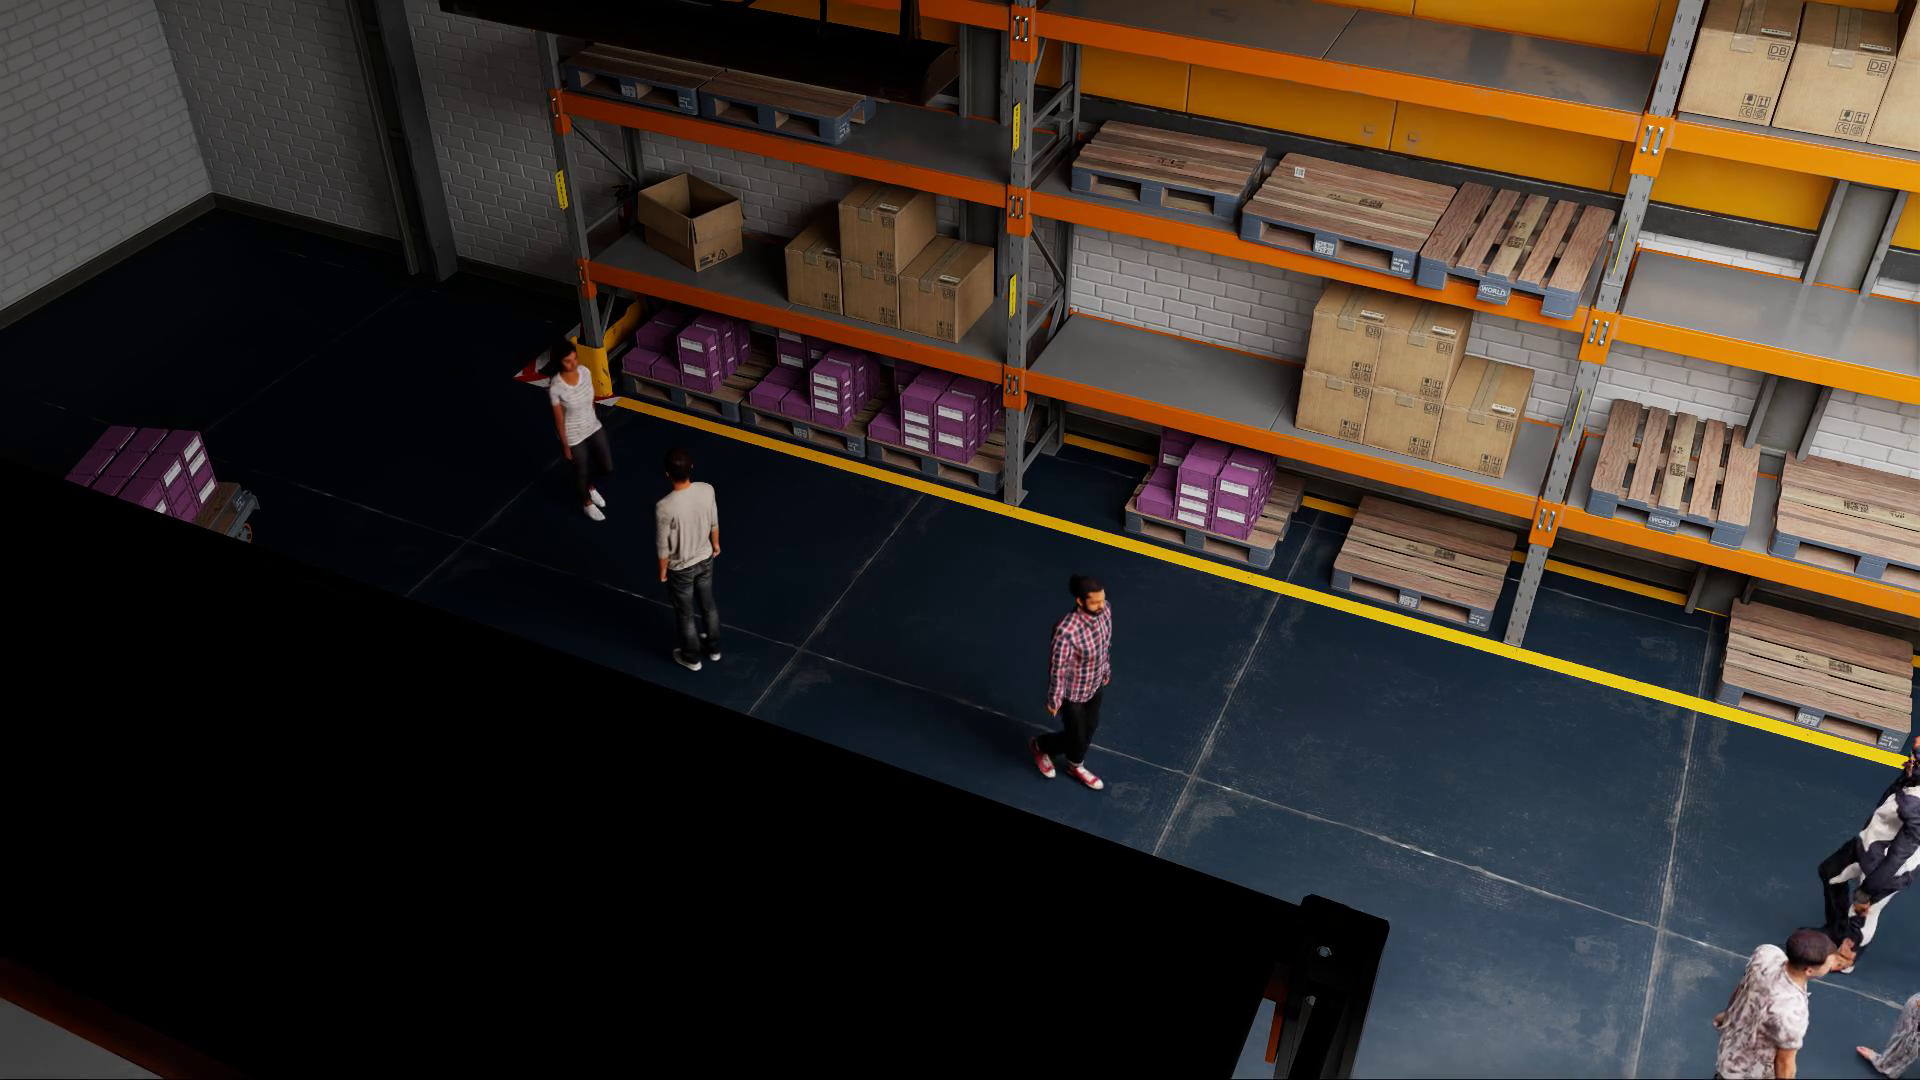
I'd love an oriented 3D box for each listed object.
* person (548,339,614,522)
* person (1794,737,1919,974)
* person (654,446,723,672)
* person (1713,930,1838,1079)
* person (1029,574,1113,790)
[{"bbox_3d":[-3.002,-0.860,12.891,0.700,1.635,0.656,30,47,32],"label":"person"},{"bbox_3d":[5.265,1.815,9.344,0.652,1.883,0.737,13,40,16],"label":"person"},{"bbox_3d":[-1.859,0.145,11.496,0.726,1.806,0.685,-31,48,-32],"label":"person"},{"bbox_3d":[3.941,2.604,8.444,1.173,1.772,0.862,6,39,7],"label":"person"},{"bbox_3d":[0.700,0.877,10.626,0.830,1.749,0.784,26,45,29],"label":"person"}]
